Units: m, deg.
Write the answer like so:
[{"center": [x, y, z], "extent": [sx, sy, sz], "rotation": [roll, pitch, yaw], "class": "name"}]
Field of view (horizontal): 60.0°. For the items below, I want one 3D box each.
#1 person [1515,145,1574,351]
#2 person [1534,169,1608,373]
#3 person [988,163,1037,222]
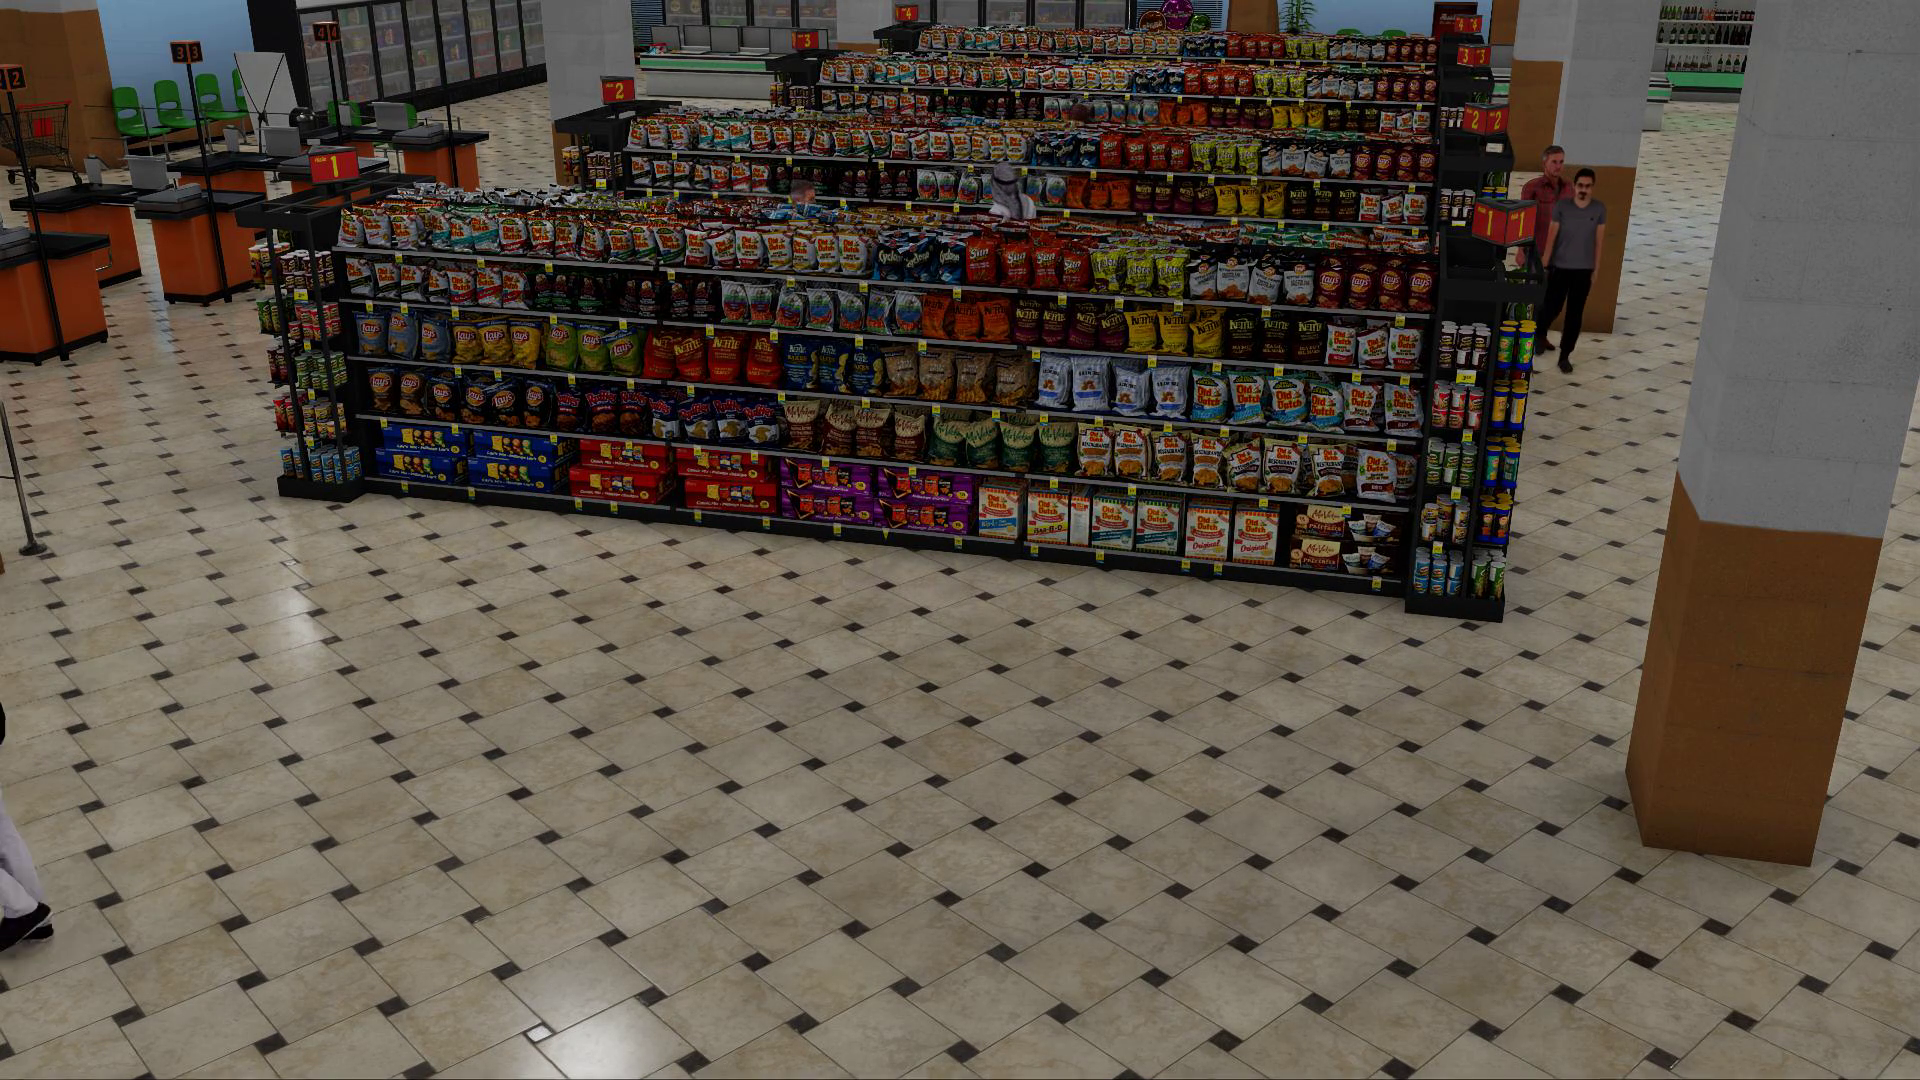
[{"center": [5.225, -2.620, 14.932], "extent": [0.675, 1.831, 0.825], "rotation": [-5, 22, -13], "class": "person"}, {"center": [5.283, -2.352, 14.391], "extent": [0.758, 1.737, 0.706], "rotation": [5, 22, 12], "class": "person"}, {"center": [0.395, -2.089, 13.485], "extent": [0.798, 1.924, 0.796], "rotation": [18, 28, 38], "class": "person"}]
